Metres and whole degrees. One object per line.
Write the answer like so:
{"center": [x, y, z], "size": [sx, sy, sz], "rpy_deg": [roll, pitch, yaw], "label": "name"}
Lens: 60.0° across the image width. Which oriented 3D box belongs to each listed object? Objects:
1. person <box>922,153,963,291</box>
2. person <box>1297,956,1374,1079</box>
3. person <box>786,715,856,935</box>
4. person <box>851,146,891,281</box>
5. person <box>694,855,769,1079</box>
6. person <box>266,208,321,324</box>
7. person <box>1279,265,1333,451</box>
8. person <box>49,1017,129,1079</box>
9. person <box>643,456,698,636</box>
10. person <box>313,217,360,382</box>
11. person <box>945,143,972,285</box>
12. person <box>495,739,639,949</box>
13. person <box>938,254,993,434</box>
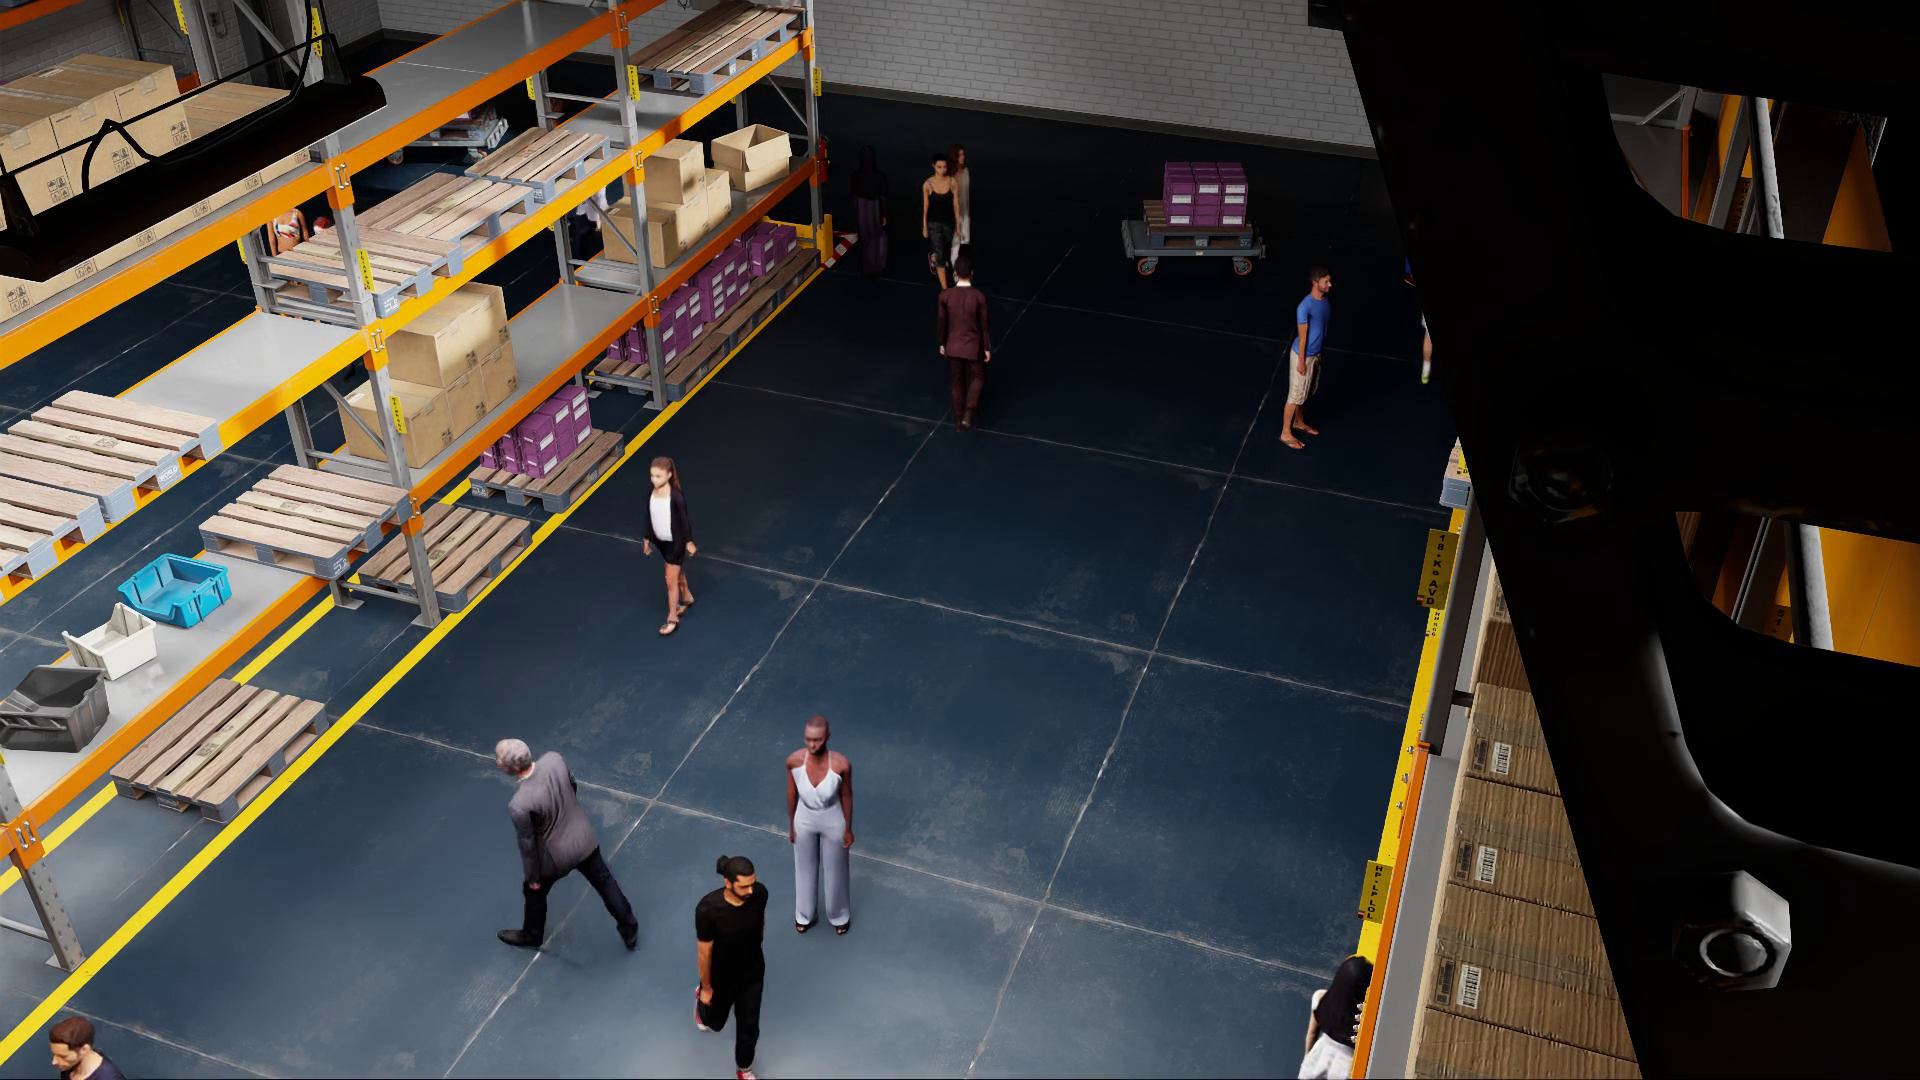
{"center": [-0.239, -3.625, 19.046], "size": [0.962, 1.695, 1.142], "rpy_deg": [-8, 34, -12], "label": "person"}
{"center": [2.050, 2.955, 9.081], "size": [0.735, 1.766, 0.756], "rpy_deg": [27, 42, 34], "label": "person"}
{"center": [-0.896, 1.842, 10.741], "size": [0.628, 1.783, 0.563], "rpy_deg": [3, 34, 5], "label": "person"}
{"center": [-1.077, -3.773, 19.352], "size": [0.667, 1.602, 0.777], "rpy_deg": [7, 34, 10], "label": "person"}
{"center": [-1.387, 2.490, 9.816], "size": [1.065, 1.728, 1.079], "rpy_deg": [-17, 37, -24], "label": "person"}
{"center": [-7.231, -3.032, 18.066], "size": [0.679, 1.791, 0.725], "rpy_deg": [-9, 35, -14], "label": "person"}
{"center": [3.385, -1.821, 16.179], "size": [0.768, 1.863, 0.599], "rpy_deg": [23, 40, 30], "label": "person"}
{"center": [-4.359, 3.123, 8.778], "size": [0.884, 1.822, 1.258], "rpy_deg": [22, 39, 29], "label": "person"}
{"center": [-2.360, -0.045, 13.800], "size": [0.617, 1.538, 0.819], "rpy_deg": [16, 37, 22], "label": "person"}
{"center": [-6.452, -2.548, 17.365], "size": [0.650, 1.761, 0.903], "rpy_deg": [7, 34, 11], "label": "person"}
{"center": [-0.113, -3.801, 19.307], "size": [0.863, 1.699, 0.913], "rpy_deg": [28, 43, 35], "label": "person"}
{"center": [-2.460, 1.981, 10.545], "size": [1.008, 1.767, 1.061], "rpy_deg": [24, 40, 31], "label": "person"}
{"center": [0.041, -1.851, 16.235], "size": [0.747, 1.851, 0.745], "rpy_deg": [7, 34, 10], "label": "person"}
